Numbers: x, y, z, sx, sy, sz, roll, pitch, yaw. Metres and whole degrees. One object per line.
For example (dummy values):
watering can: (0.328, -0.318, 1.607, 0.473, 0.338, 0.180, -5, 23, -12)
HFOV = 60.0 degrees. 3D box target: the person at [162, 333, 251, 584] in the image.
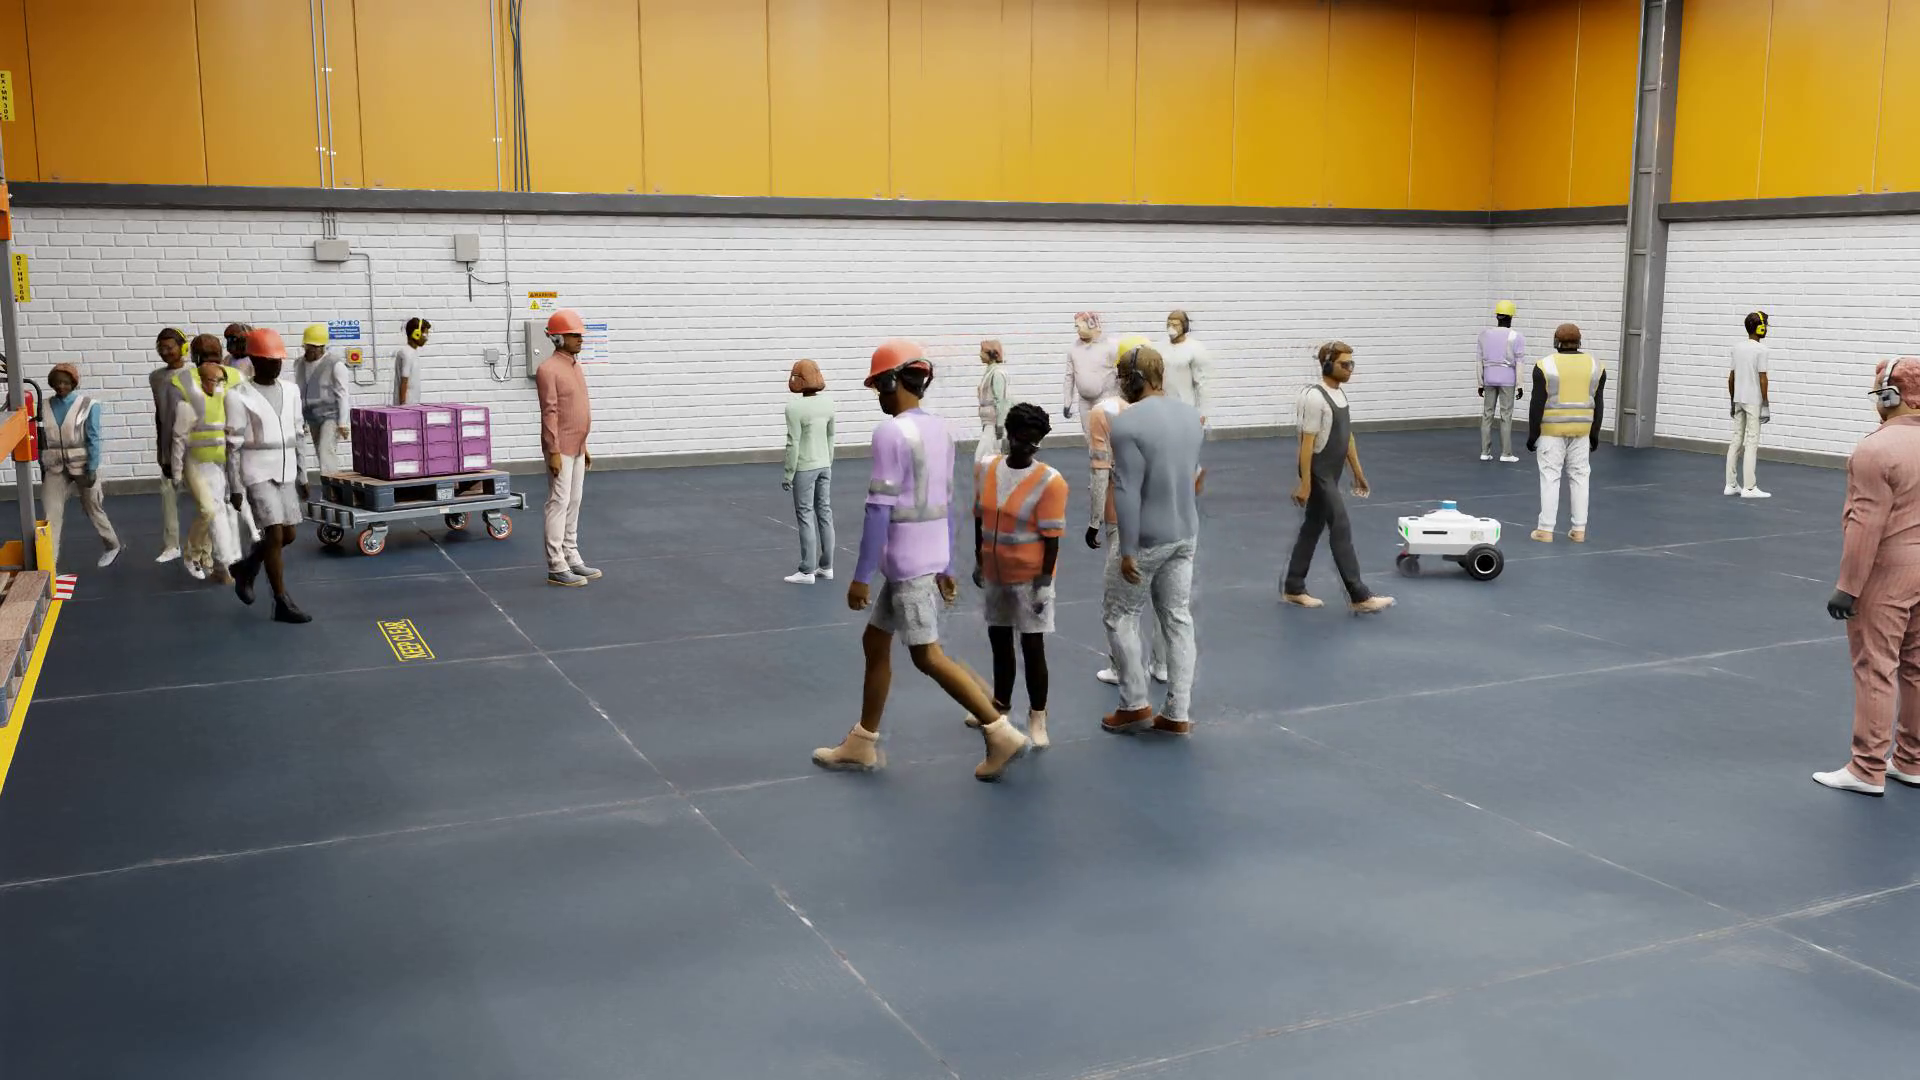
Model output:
person: (-5.532, -0.603, 12.237, 0.778, 1.807, 0.640, 8, 12, 40)

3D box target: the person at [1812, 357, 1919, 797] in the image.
person: (4.034, 0.160, 7.221, 0.639, 1.904, 0.407, -4, 10, -23)

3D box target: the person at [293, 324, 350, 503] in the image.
person: (-6.010, -1.127, 15.612, 0.607, 1.781, 0.715, 5, 10, 27)

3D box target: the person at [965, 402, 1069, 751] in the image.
person: (0.223, 0.161, 7.954, 0.677, 1.669, 0.324, 9, 12, 43)

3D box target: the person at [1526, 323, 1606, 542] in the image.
person: (5.065, -0.896, 13.966, 0.634, 1.839, 0.429, 0, 9, -3)

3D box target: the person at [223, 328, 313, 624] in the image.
person: (-4.554, -0.427, 10.825, 0.768, 1.915, 0.543, 5, 10, 27)

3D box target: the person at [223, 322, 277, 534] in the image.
person: (-6.136, -0.956, 14.350, 0.668, 1.835, 0.435, 6, 11, 32)

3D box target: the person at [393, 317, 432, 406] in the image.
person: (-5.374, -1.293, 16.515, 0.930, 1.809, 0.594, -4, 10, -21)

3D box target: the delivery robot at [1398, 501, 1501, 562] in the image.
delivery robot: (3.636, -0.048, 12.390, 0.707, 0.478, 0.477, 1, 9, 7)

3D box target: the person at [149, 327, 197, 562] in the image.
person: (-6.167, -0.779, 13.274, 0.509, 1.840, 0.803, 0, 9, 2)

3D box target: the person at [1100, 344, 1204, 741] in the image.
person: (0.927, 0.012, 8.102, 0.658, 1.910, 0.625, -7, 12, -38)

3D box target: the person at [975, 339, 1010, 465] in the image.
person: (0.287, -1.085, 15.776, 0.373, 1.628, 0.543, -1, 9, -7)

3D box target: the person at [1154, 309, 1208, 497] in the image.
person: (2.173, -1.292, 16.189, 0.852, 1.917, 0.623, -8, 12, -41)

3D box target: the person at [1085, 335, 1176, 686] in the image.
person: (0.961, -0.155, 9.103, 0.593, 1.922, 0.383, -3, 10, -19)

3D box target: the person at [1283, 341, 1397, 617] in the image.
person: (2.540, -0.398, 10.988, 0.899, 1.809, 0.513, 5, 11, 29)

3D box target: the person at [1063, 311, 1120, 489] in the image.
person: (1.410, -1.437, 17.242, 0.664, 1.867, 0.536, 7, 12, 38)

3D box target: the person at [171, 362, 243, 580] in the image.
person: (-5.491, -0.492, 12.127, 0.370, 1.611, 0.519, 3, 10, 20)

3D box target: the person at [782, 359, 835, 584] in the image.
person: (-1.101, -0.499, 12.131, 0.286, 1.636, 0.499, 7, 11, 35)

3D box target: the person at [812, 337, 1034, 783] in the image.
person: (-0.152, 0.098, 7.380, 1.008, 1.982, 0.635, 3, 10, 16)

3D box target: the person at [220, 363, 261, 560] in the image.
person: (-5.776, -0.642, 13.078, 0.533, 1.612, 0.341, -9, 13, -43)

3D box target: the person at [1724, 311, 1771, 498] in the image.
person: (7.967, -1.363, 16.766, 0.327, 1.874, 0.519, -3, 10, -16)

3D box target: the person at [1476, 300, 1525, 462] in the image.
person: (6.449, -1.887, 19.842, 0.589, 1.927, 0.368, 8, 12, 42)

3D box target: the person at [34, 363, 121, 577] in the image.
person: (-6.644, -0.536, 12.471, 0.505, 1.603, 0.781, -1, 9, -5)

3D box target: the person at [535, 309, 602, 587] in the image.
person: (-2.847, -0.670, 12.081, 0.378, 1.996, 0.611, 1, 9, 9)
